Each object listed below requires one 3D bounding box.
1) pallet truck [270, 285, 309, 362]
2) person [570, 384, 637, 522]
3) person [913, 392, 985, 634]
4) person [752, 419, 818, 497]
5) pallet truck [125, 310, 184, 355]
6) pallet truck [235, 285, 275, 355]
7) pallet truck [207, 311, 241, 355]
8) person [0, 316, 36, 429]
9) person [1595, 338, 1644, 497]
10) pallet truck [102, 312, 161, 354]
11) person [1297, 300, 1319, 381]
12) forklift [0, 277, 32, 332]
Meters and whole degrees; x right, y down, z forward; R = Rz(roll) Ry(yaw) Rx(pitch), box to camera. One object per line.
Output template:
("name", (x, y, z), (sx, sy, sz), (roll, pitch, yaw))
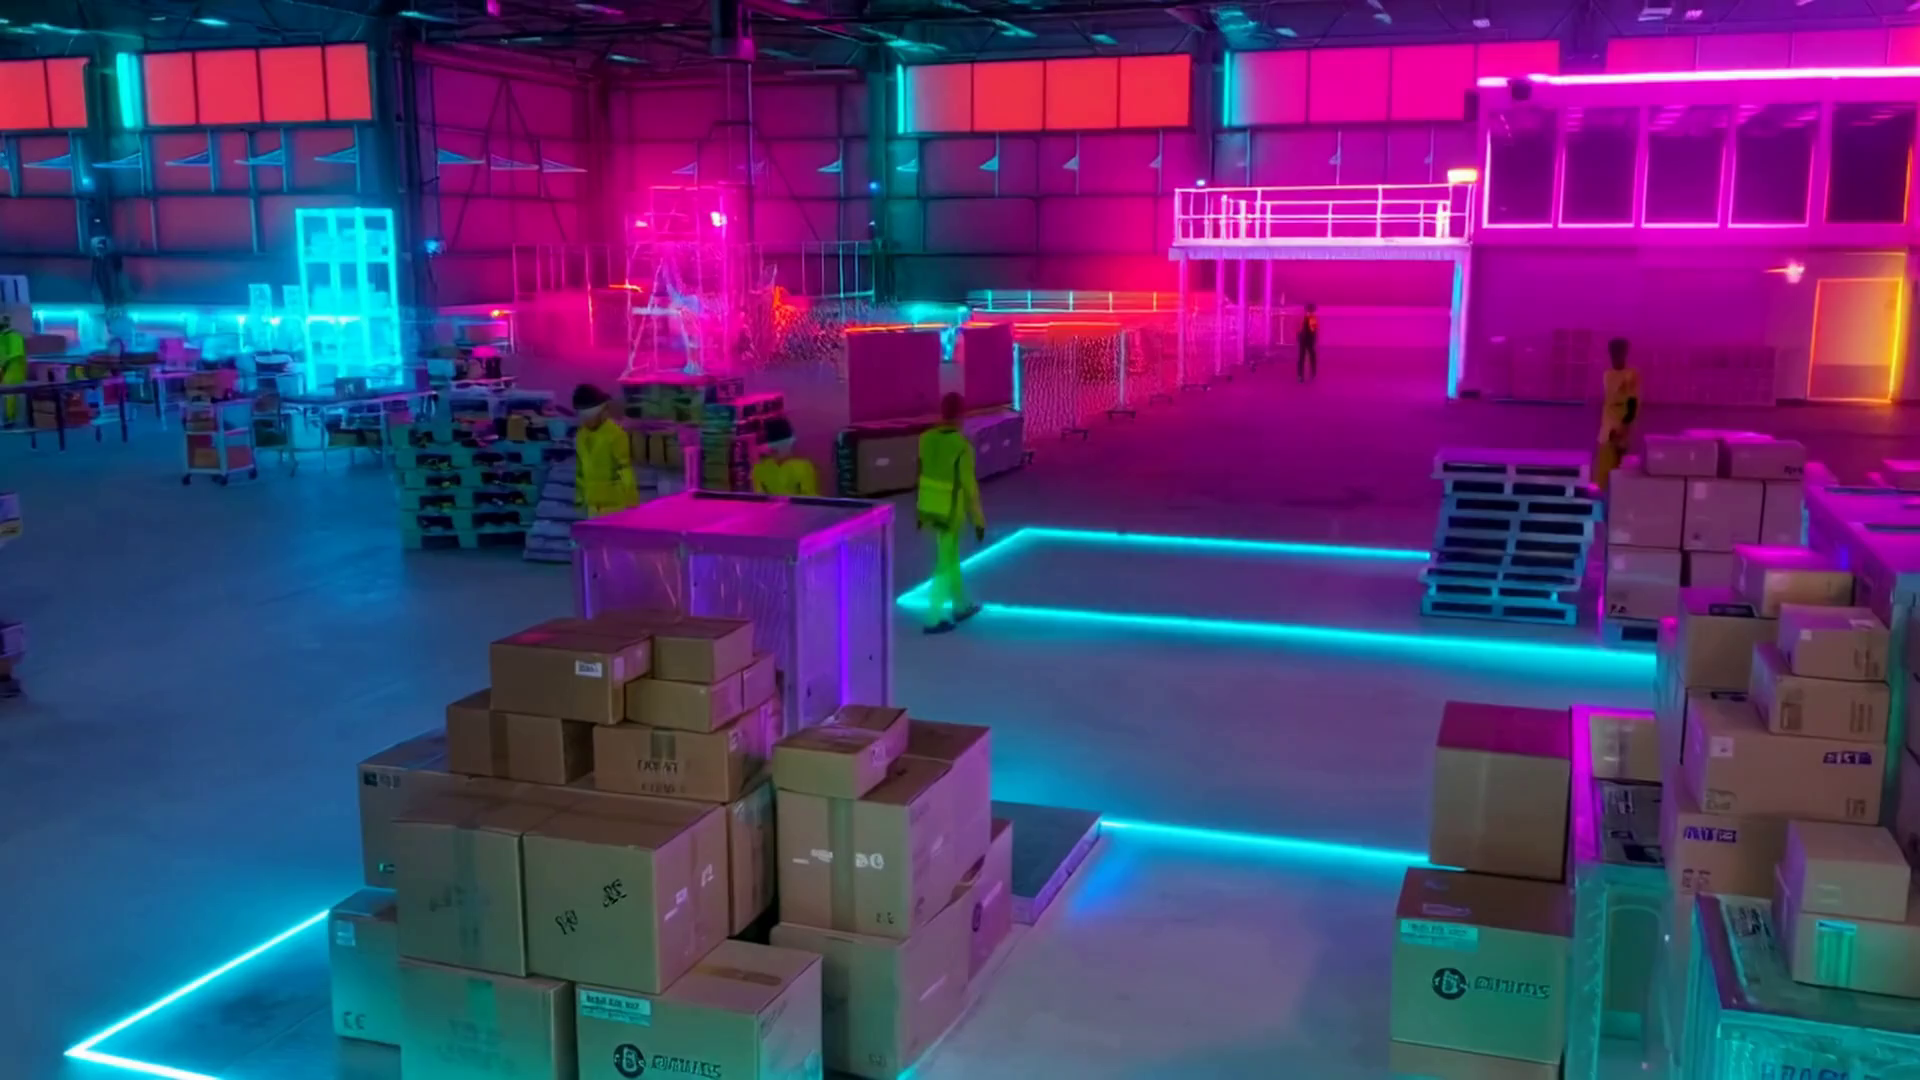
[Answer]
("pallet truck", (-17.147, -5.700, 43.663), (0.823, 1.965, 1.885), (3, 11, 17))
("person", (-2.935, -0.324, 13.632), (0.618, 1.911, 0.488), (6, 12, 31))
("person", (-0.011, -0.217, 13.089), (0.796, 1.880, 0.630), (-9, 13, -41))
("person", (-1.315, -0.102, 12.893), (0.533, 1.731, 0.847), (4, 11, 19))
("pallet truck", (-22.038, -5.665, 45.457), (0.704, 1.261, 1.522), (3, 11, 17))
("pallet truck", (-18.327, -5.835, 44.421), (0.823, 1.965, 1.885), (4, 11, 23))
("pallet truck", (-19.537, -5.575, 44.913), (0.653, 1.274, 1.630), (3, 11, 19))
("person", (-15.840, -2.822, 27.833), (0.647, 1.869, 0.942), (4, 11, 22))
("person", (7.977, -1.467, 20.021), (0.904, 1.941, 0.605), (-6, 12, -31))
("pallet truck", (-23.057, -5.777, 46.261), (0.680, 1.201, 1.601), (3, 11, 19))
("person", (7.786, -4.468, 37.306), (0.526, 1.798, 0.960), (6, 12, 30))
("forklift", (-27.151, -6.329, 46.328), (1.157, 1.987, 2.680), (3, 11, 17))
